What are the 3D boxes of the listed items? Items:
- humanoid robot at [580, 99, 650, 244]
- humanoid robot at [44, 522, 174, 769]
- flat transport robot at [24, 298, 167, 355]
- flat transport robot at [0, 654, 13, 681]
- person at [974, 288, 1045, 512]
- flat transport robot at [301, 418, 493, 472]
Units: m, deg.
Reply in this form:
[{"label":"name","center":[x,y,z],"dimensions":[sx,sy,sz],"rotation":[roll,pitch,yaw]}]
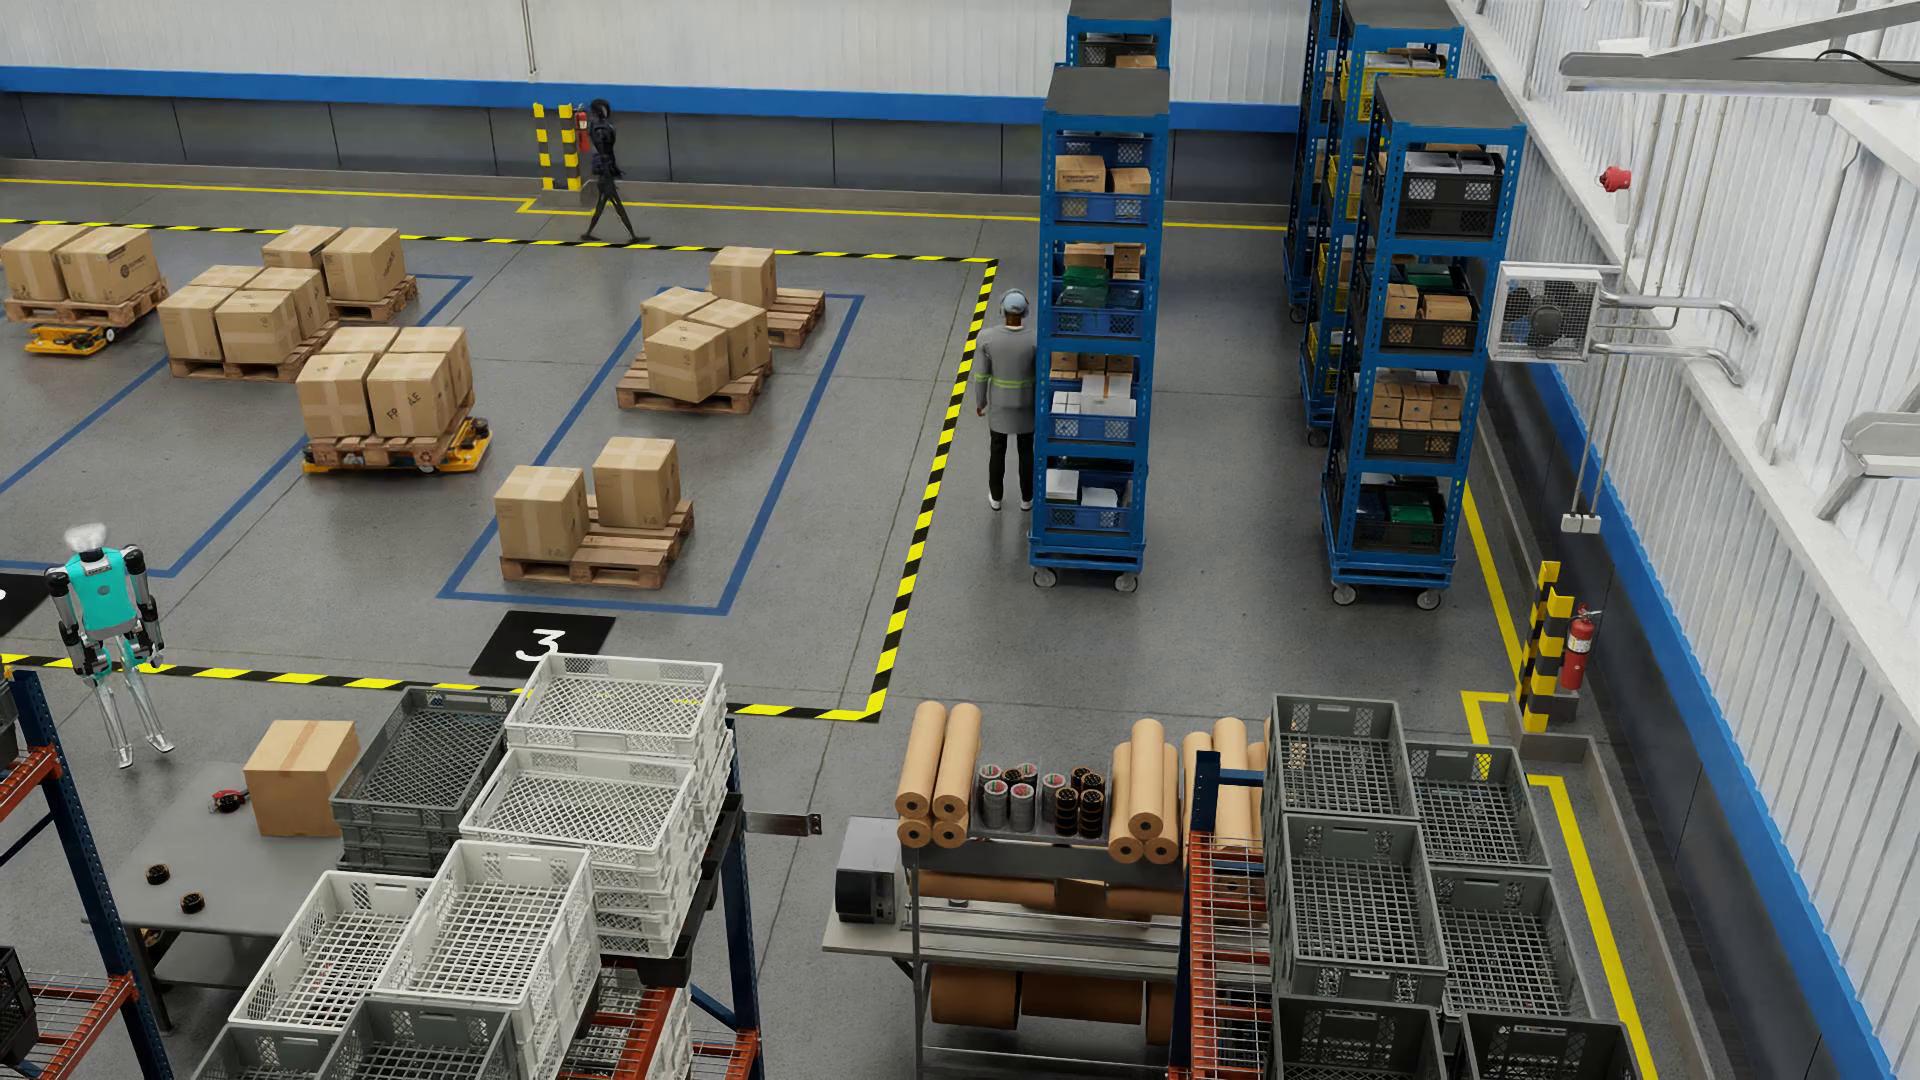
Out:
[{"label":"humanoid robot","center":[-3.867,-4.052,18.289],"dimensions":[0.793,1.628,0.590],"rotation":[-2,30,-4]},{"label":"humanoid robot","center":[-5.168,0.570,10.101],"dimensions":[0.533,1.677,0.735],"rotation":[-21,36,-32]},{"label":"flat transport robot","center":[-8.539,-2.211,16.444],"dimensions":[0.652,0.197,1.431],"rotation":[3,30,6]},{"label":"flat transport robot","center":[-7.142,0.969,11.010],"dimensions":[1.431,0.231,0.659],"rotation":[3,30,6]},{"label":"person","center":[0.415,-1.094,12.978],"dimensions":[0.599,1.850,0.389],"rotation":[3,30,5]},{"label":"flat transport robot","center":[-4.743,-0.813,14.042],"dimensions":[1.431,0.197,0.652],"rotation":[0,30,0]}]
